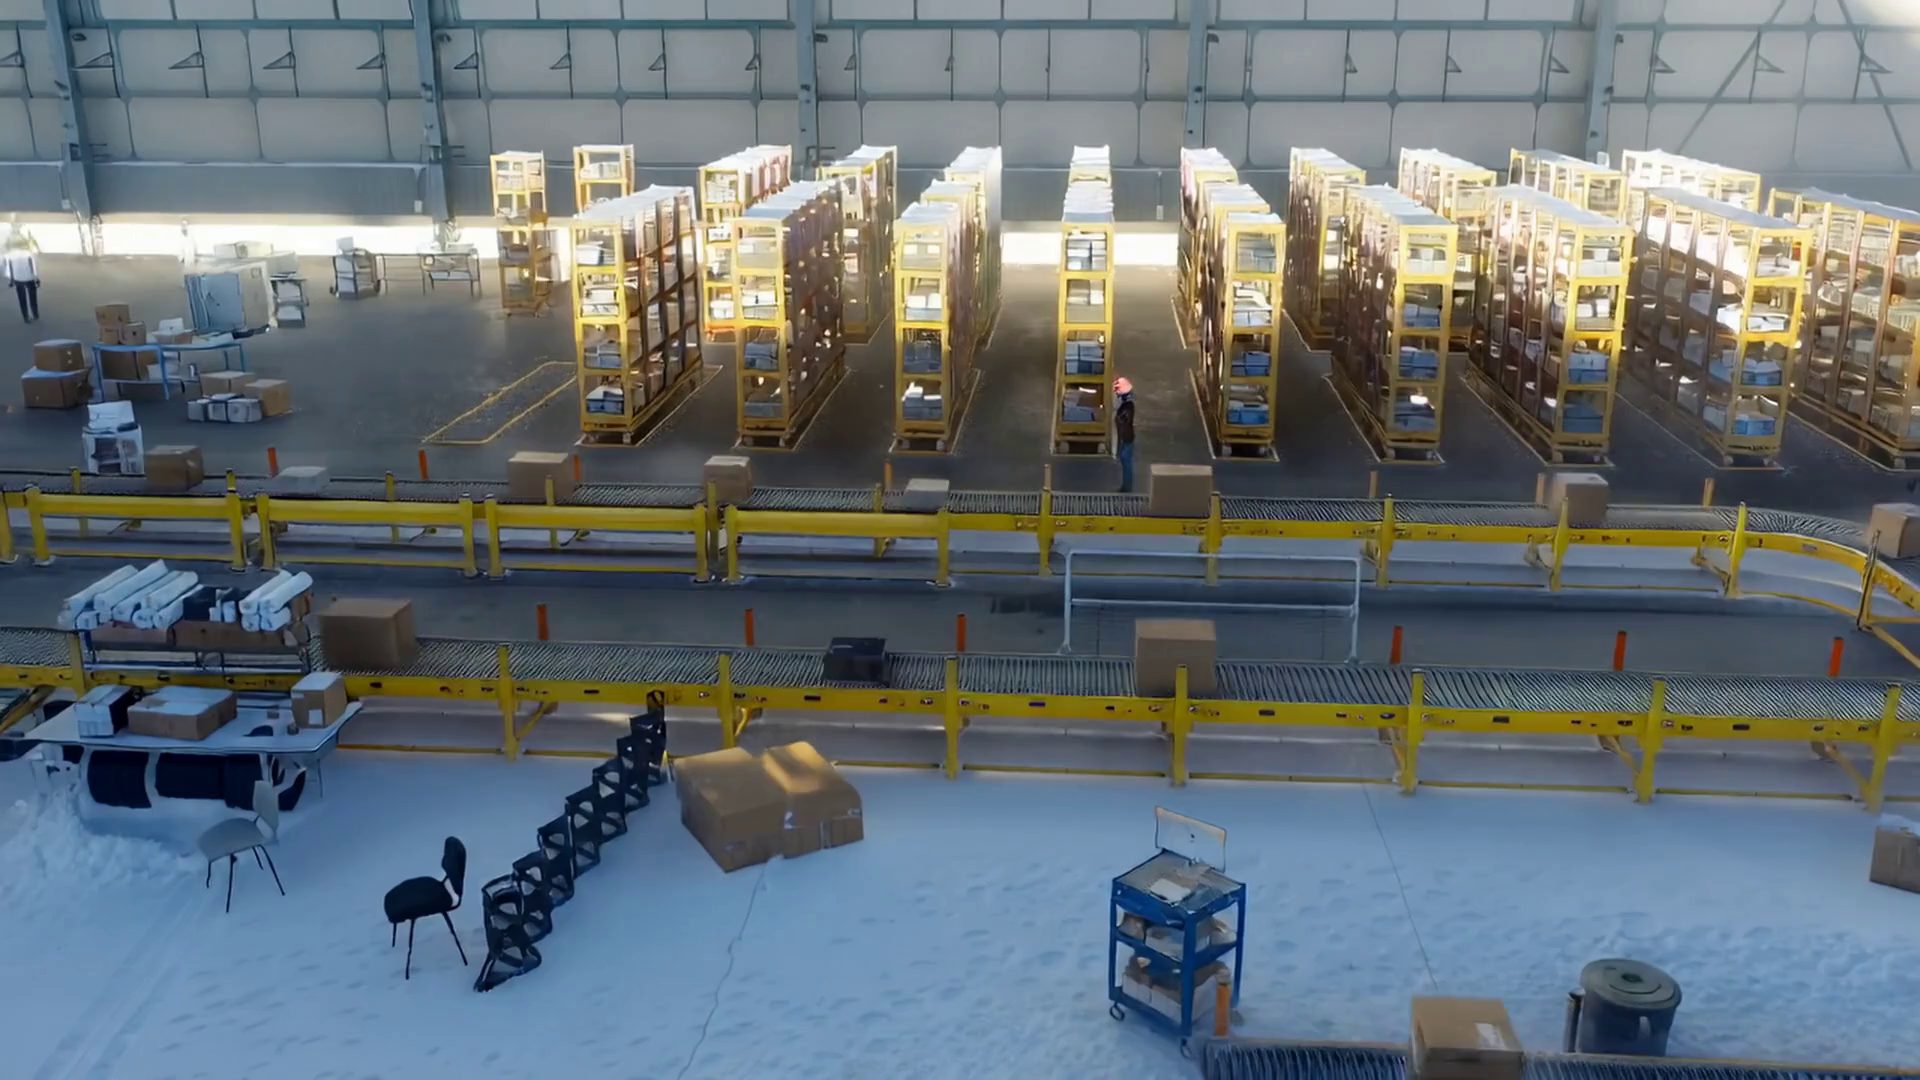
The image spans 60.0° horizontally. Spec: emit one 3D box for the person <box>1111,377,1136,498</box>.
[{"bbox_3d":[2.279,-1.391,23.084,0.307,1.770,0.525,-1,18,-4],"label":"person"}]

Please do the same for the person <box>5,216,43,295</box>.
[{"bbox_3d":[-22.765,-6.942,40.498,0.715,1.886,0.870,-12,21,-33],"label":"person"}]

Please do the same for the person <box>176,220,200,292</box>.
[{"bbox_3d":[-18.926,-6.952,40.776,0.464,1.731,0.612,6,19,19],"label":"person"}]

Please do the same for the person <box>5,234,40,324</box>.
[{"bbox_3d":[-20.682,-5.781,36.729,0.633,1.947,1.016,-8,19,-23],"label":"person"}]

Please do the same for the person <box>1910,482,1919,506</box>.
[{"bbox_3d":[11.404,-0.334,19.381,0.607,2.000,1.053,-11,20,-30],"label":"person"}]
